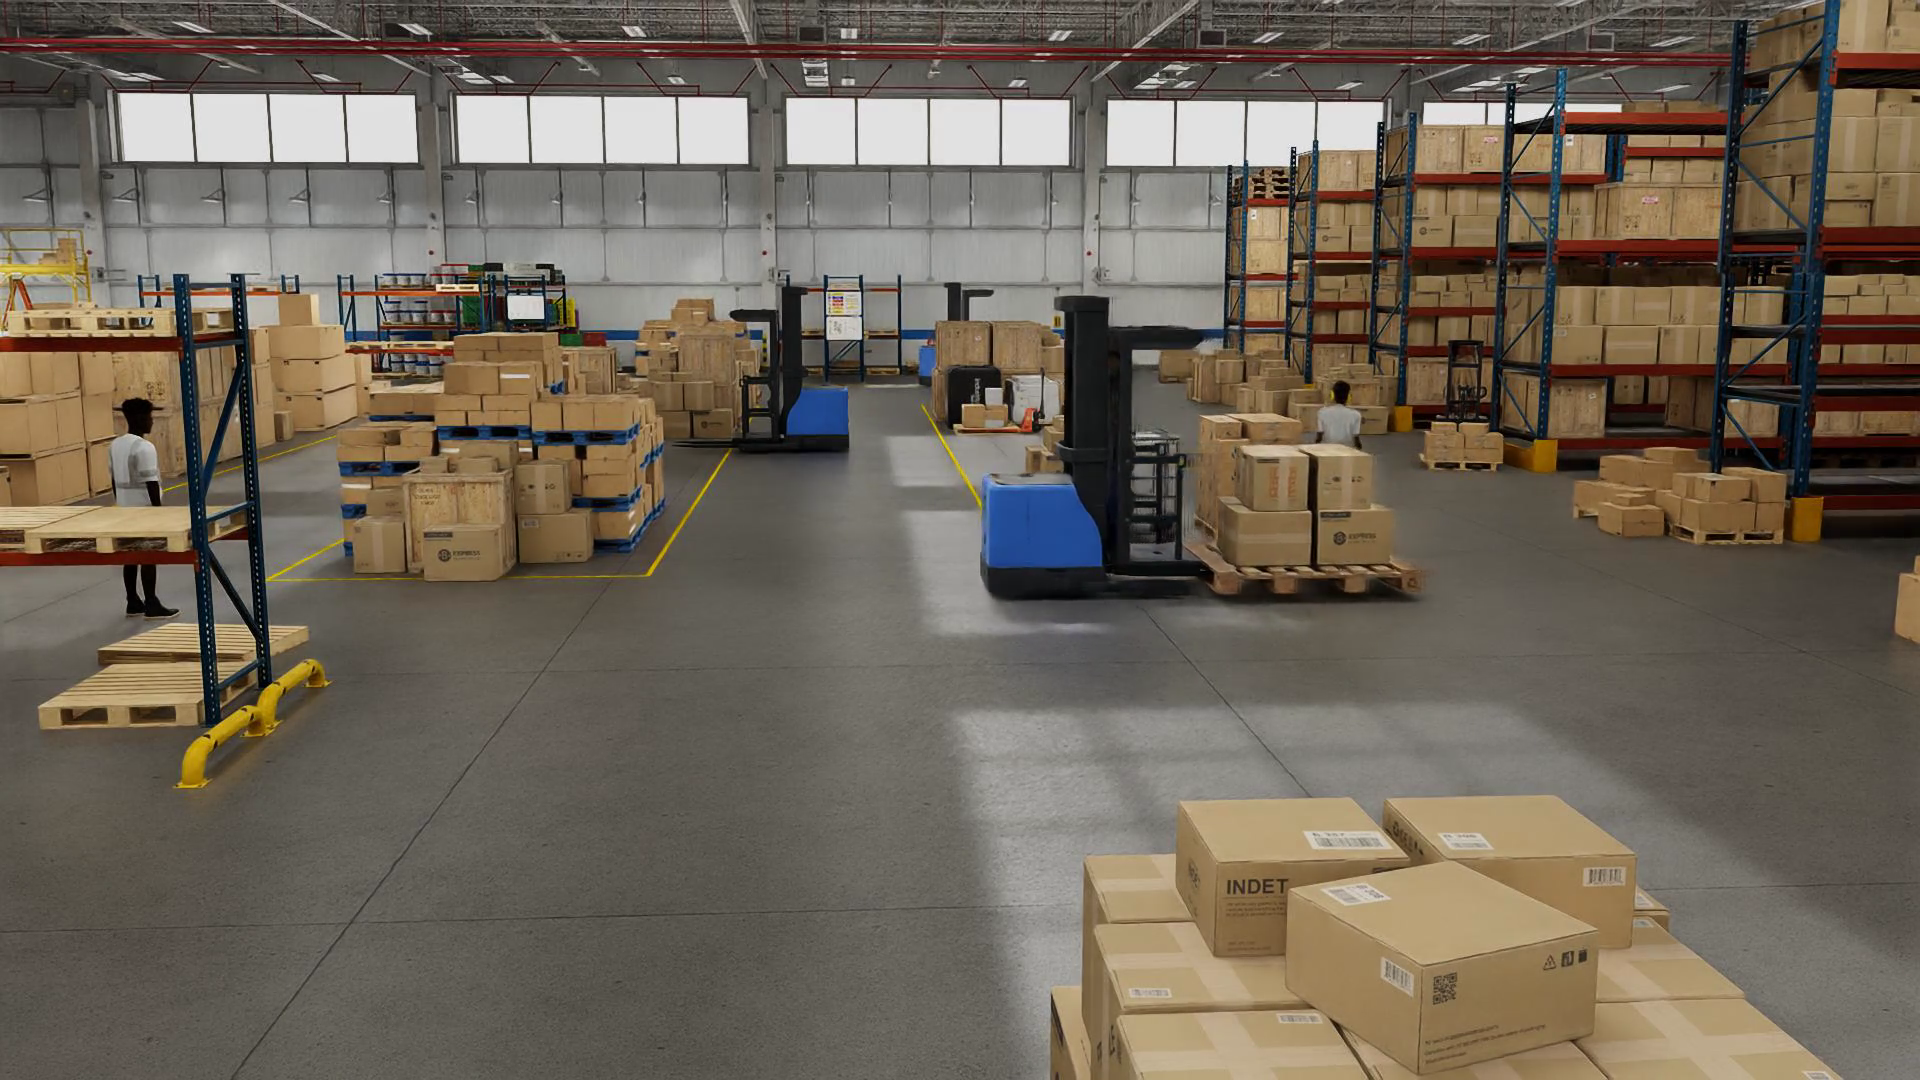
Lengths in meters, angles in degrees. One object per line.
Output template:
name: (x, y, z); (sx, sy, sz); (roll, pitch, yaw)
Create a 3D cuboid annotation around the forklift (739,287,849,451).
forklift: (-2.857, -2.959, 28.607); (1.873, 2.768, 1.129); (-1, 9, -4)

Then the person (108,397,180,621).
person: (-7.192, -0.274, 14.613); (0.613, 1.962, 0.361); (6, 11, 33)

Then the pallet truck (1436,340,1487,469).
pallet truck: (8.004, -2.170, 26.422); (0.823, 1.965, 1.885); (2, 9, 14)

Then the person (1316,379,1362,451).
person: (4.278, -0.888, 18.825); (0.556, 1.849, 0.448); (3, 9, 16)

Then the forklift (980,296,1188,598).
forklift: (1.161, -0.920, 15.805); (1.873, 2.768, 1.129); (-1, 9, -4)

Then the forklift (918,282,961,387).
forklift: (-0.173, -5.567, 44.987); (1.873, 2.768, 1.129); (-1, 9, -4)

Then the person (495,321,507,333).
person: (-11.120, -4.367, 40.467); (0.660, 1.921, 0.527); (6, 11, 35)
